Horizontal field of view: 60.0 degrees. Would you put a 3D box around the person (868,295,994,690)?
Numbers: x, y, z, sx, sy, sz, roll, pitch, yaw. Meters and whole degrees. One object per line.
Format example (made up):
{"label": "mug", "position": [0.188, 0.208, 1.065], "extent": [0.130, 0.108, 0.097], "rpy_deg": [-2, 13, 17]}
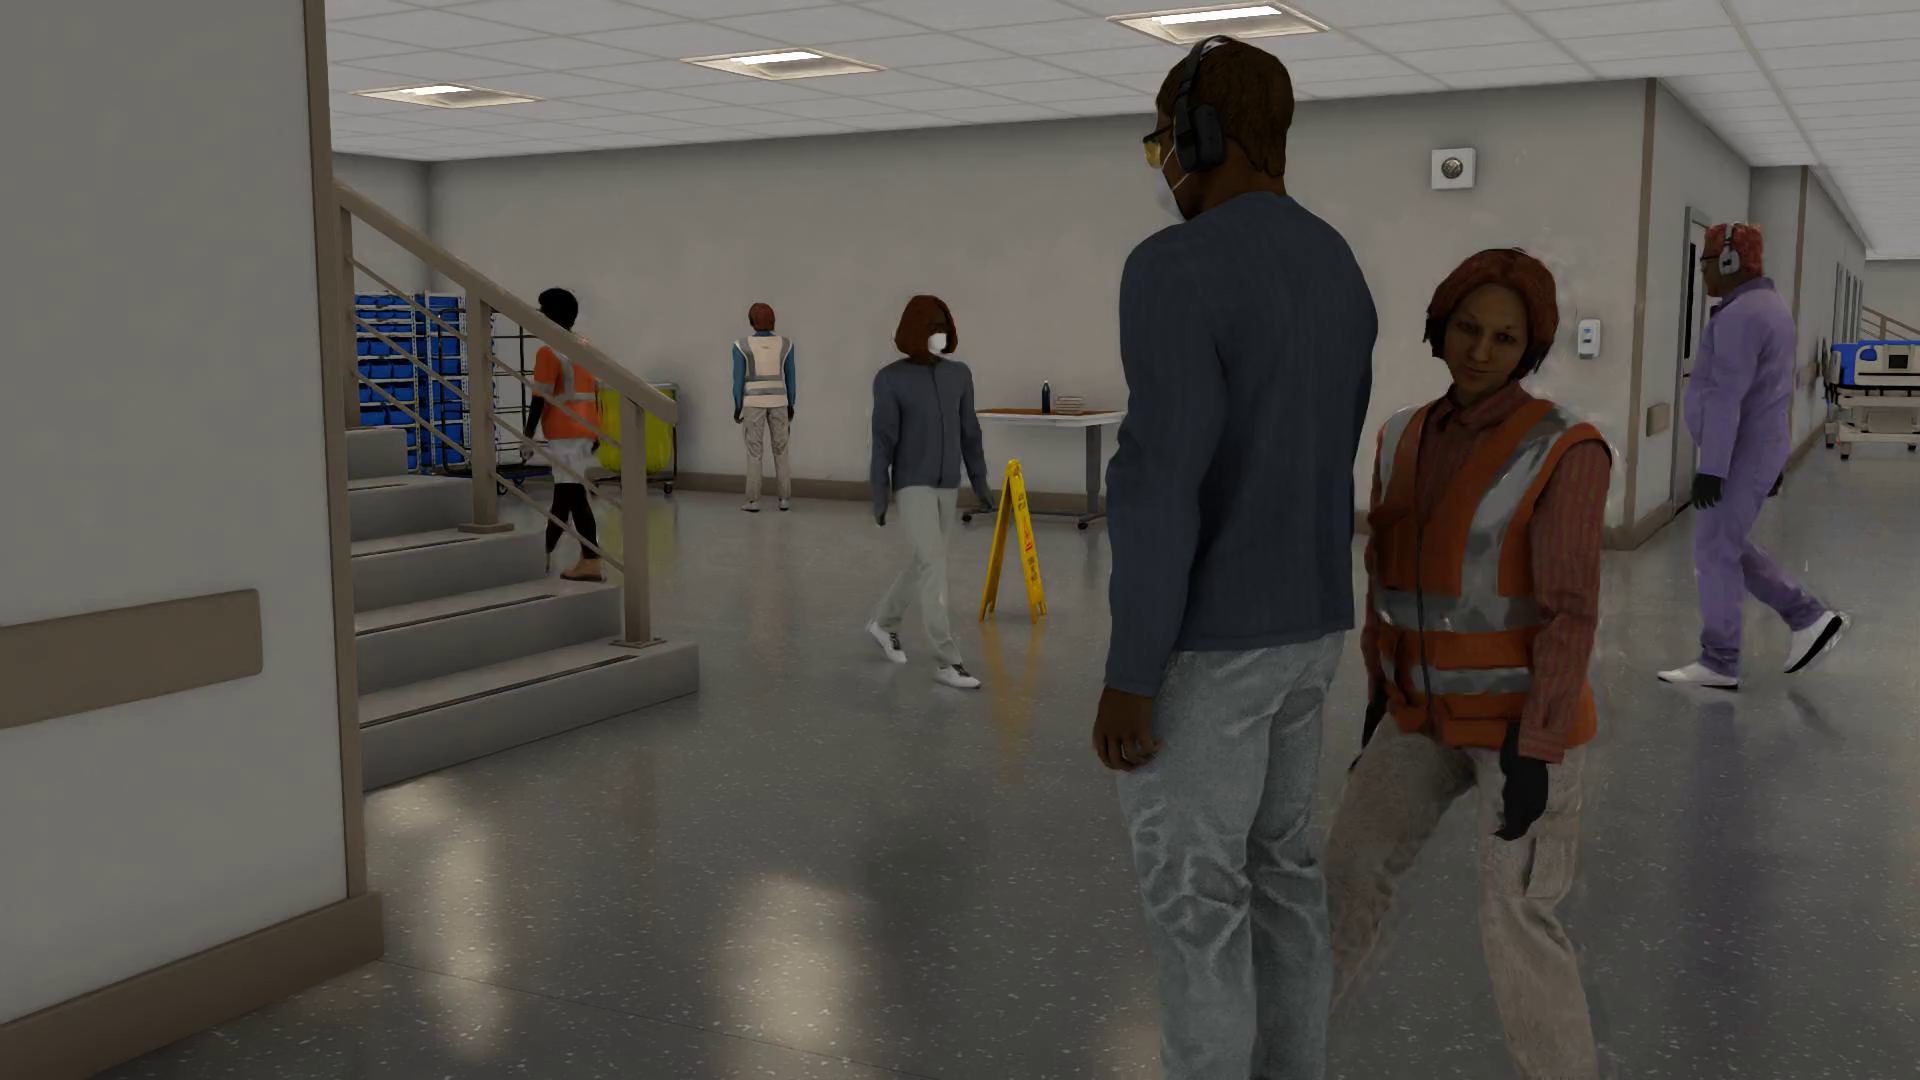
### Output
{"label": "person", "position": [-0.163, -0.221, 6.944], "extent": [0.498, 1.598, 0.807], "rpy_deg": [-7, 10, -43]}

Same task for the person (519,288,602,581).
{"label": "person", "position": [-2.368, -0.601, 9.558], "extent": [0.731, 1.667, 0.546], "rpy_deg": [2, 8, 17]}

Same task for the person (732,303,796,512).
{"label": "person", "position": [-1.530, -1.035, 13.042], "extent": [0.514, 1.642, 0.307], "rpy_deg": [-3, 8, -22]}

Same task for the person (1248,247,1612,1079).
{"label": "person", "position": [0.759, 0.326, 2.767], "extent": [0.672, 1.592, 0.571], "rpy_deg": [-4, 8, -27]}

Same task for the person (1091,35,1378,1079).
{"label": "person", "position": [0.437, 0.172, 2.686], "extent": [0.383, 1.928, 0.636], "rpy_deg": [6, 9, 38]}

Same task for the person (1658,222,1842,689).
{"label": "person", "position": [3.191, -0.329, 6.682], "extent": [0.544, 1.886, 0.673], "rpy_deg": [5, 9, 33]}
